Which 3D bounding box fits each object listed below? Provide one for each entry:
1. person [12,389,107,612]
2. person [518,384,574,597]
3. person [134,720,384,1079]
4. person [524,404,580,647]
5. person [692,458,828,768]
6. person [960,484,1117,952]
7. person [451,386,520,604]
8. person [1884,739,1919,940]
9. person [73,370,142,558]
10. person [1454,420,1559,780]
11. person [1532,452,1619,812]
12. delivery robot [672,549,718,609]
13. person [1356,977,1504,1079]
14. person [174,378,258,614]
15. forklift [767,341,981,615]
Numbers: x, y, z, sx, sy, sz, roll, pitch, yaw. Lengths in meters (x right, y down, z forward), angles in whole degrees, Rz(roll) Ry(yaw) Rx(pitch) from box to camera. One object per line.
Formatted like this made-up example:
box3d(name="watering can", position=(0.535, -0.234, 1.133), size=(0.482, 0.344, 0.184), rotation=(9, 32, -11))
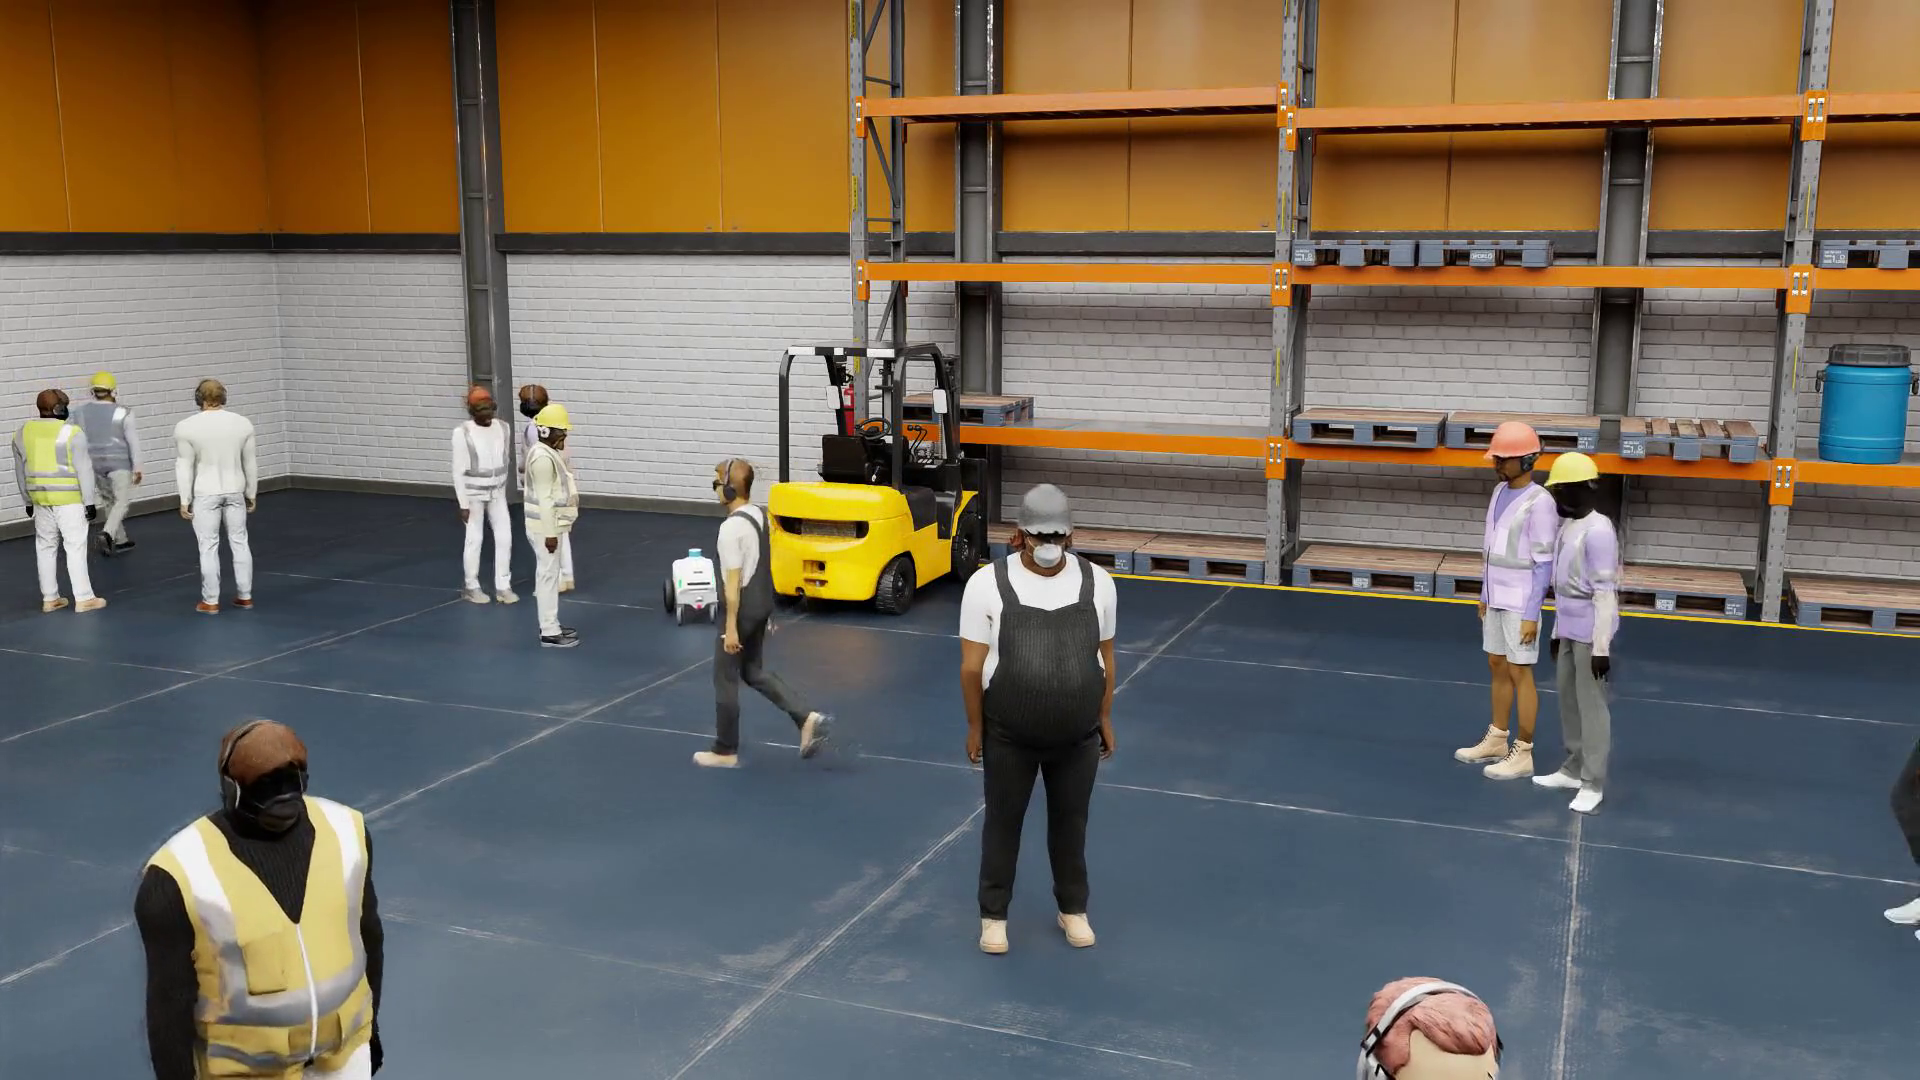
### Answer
box3d(name="person", position=(-7.395, -0.322, 13.675), size=(0.632, 1.840, 0.429), rotation=(1, 10, 6))
box3d(name="person", position=(-3.590, -0.435, 14.375), size=(0.431, 1.826, 0.633), rotation=(0, 10, 2))
box3d(name="person", position=(-1.853, 1.345, 4.466), size=(0.627, 1.822, 0.719), rotation=(-10, 14, -44))
box3d(name="person", position=(-3.076, -0.113, 12.555), size=(0.404, 1.823, 0.591), rotation=(-2, 10, -12))
box3d(name="person", position=(-1.173, 0.435, 9.522), size=(0.728, 1.827, 0.510), rotation=(3, 11, 17))
box3d(name="person", position=(0.356, 0.760, 7.086), size=(0.688, 2.000, 0.536), rotation=(-2, 10, -9))
box3d(name="person", position=(-3.969, -0.359, 13.833), size=(0.707, 1.848, 0.595), rotation=(9, 14, 41))
box3d(name="person", position=(4.256, 0.821, 7.136), size=(0.566, 1.894, 0.624), rotation=(4, 11, 20))
box3d(name="person", position=(-8.212, -0.728, 16.031), size=(0.599, 1.809, 0.777), rotation=(0, 10, 1))
box3d(name="person", position=(3.111, 0.338, 9.438), size=(0.381, 2.042, 0.604), rotation=(-2, 10, -10))
box3d(name="person", position=(3.344, 0.496, 8.987), size=(0.411, 1.901, 0.694), rotation=(1, 10, 4))
box3d(name="delivery robot", position=(-2.137, 0.314, 13.447), size=(0.477, 0.478, 0.707), rotation=(-2, 10, -13))
box3d(name="person", position=(0.721, 1.614, 2.708), size=(0.651, 1.904, 0.403), rotation=(-8, 13, -39))
box3d(name="person", position=(-6.075, -0.359, 13.641), size=(0.643, 1.932, 0.378), rotation=(-10, 14, -43))
box3d(name="forklift", position=(-0.739, -0.602, 14.246), size=(1.214, 2.155, 2.313), rotation=(4, 11, 21))
